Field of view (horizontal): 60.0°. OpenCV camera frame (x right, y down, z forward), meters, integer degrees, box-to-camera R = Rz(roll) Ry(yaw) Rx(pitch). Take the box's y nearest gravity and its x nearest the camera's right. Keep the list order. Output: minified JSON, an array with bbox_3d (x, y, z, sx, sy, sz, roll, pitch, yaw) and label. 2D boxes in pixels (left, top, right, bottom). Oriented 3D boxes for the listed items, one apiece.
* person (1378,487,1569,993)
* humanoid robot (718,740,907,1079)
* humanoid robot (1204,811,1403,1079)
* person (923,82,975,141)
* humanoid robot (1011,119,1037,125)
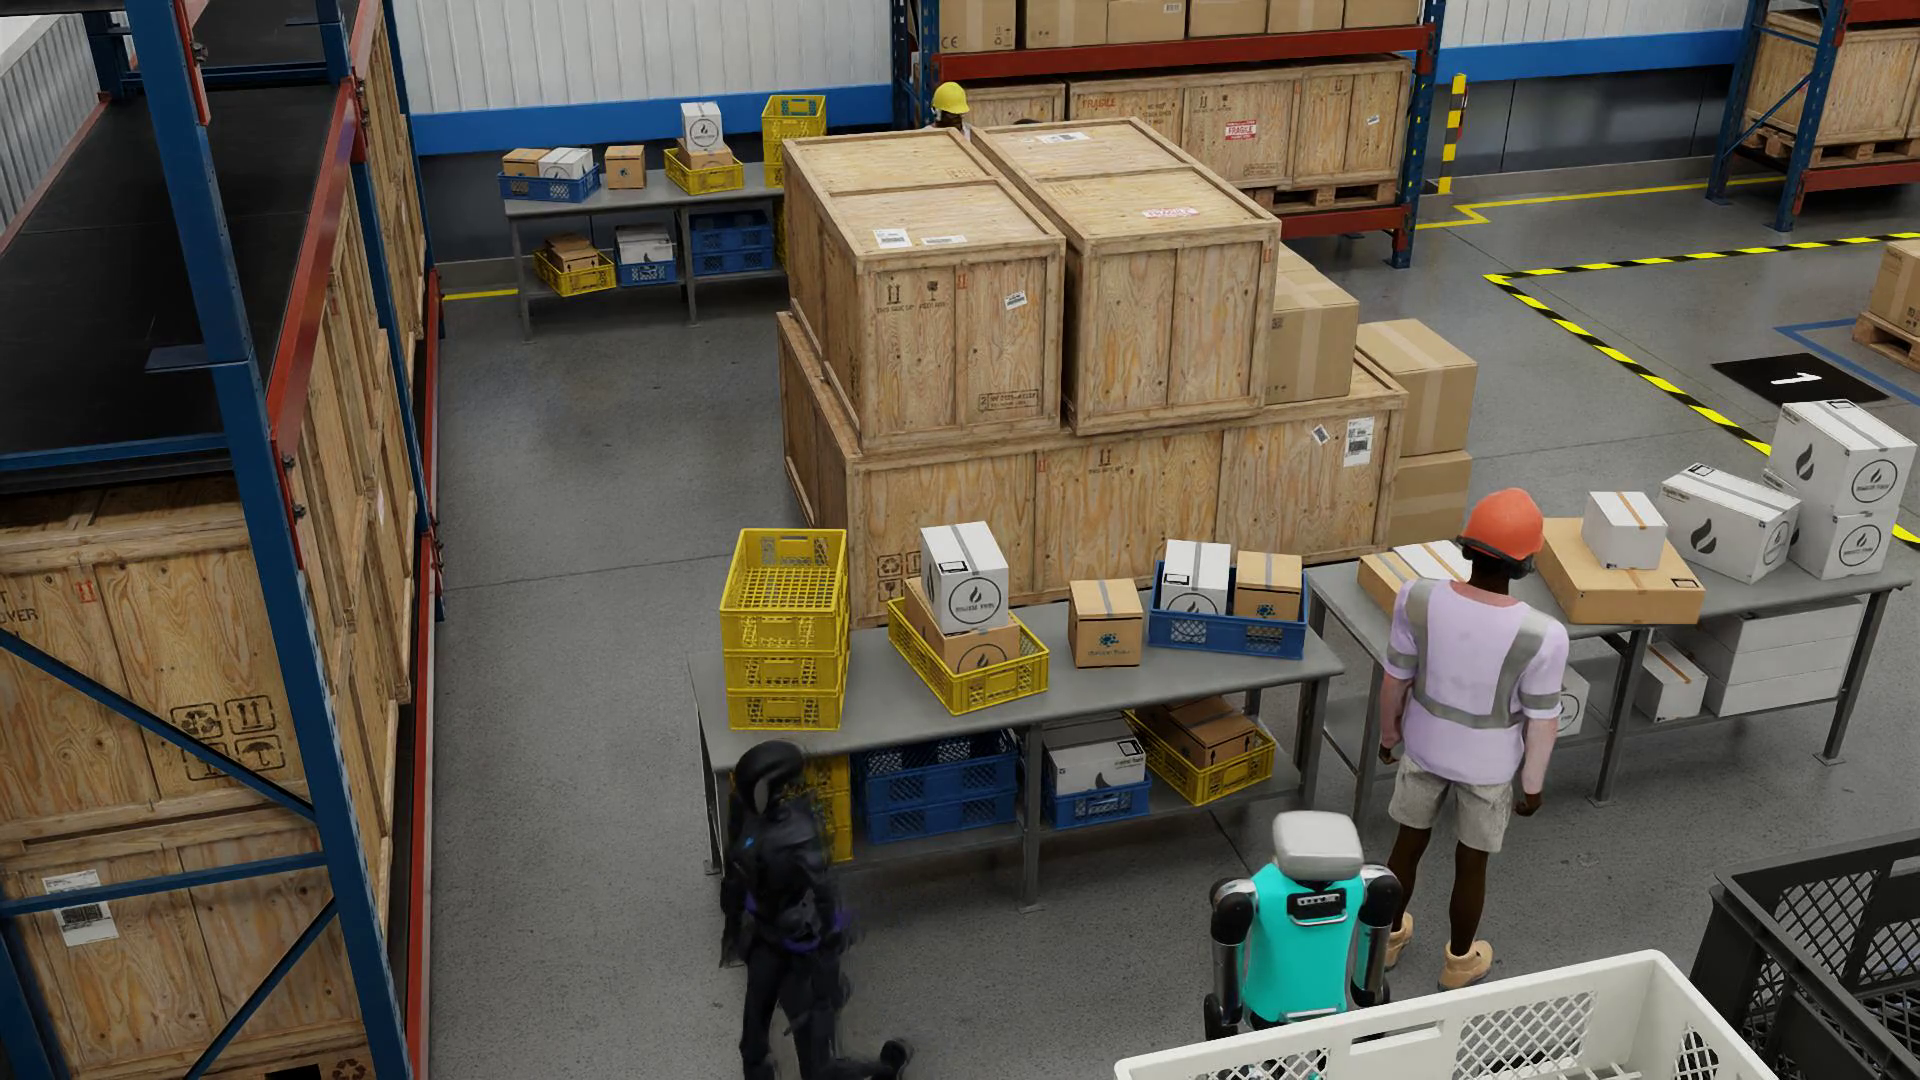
[{"bbox_3d":[1.796,0.739,5.937,0.613,2.042,0.371,18,34,29],"label":"person"},{"bbox_3d":[-0.510,1.289,5.332,0.613,1.632,0.611,-23,36,-35],"label":"humanoid robot"},{"bbox_3d":[0.975,1.608,4.574,0.530,1.689,0.741,-5,29,-9],"label":"humanoid robot"},{"bbox_3d":[-0.075,-2.291,11.655,0.602,1.828,0.404,-24,37,-36],"label":"person"},{"bbox_3d":[0.403,-2.040,11.359,0.350,1.653,0.584,-4,29,-7],"label":"humanoid robot"}]
